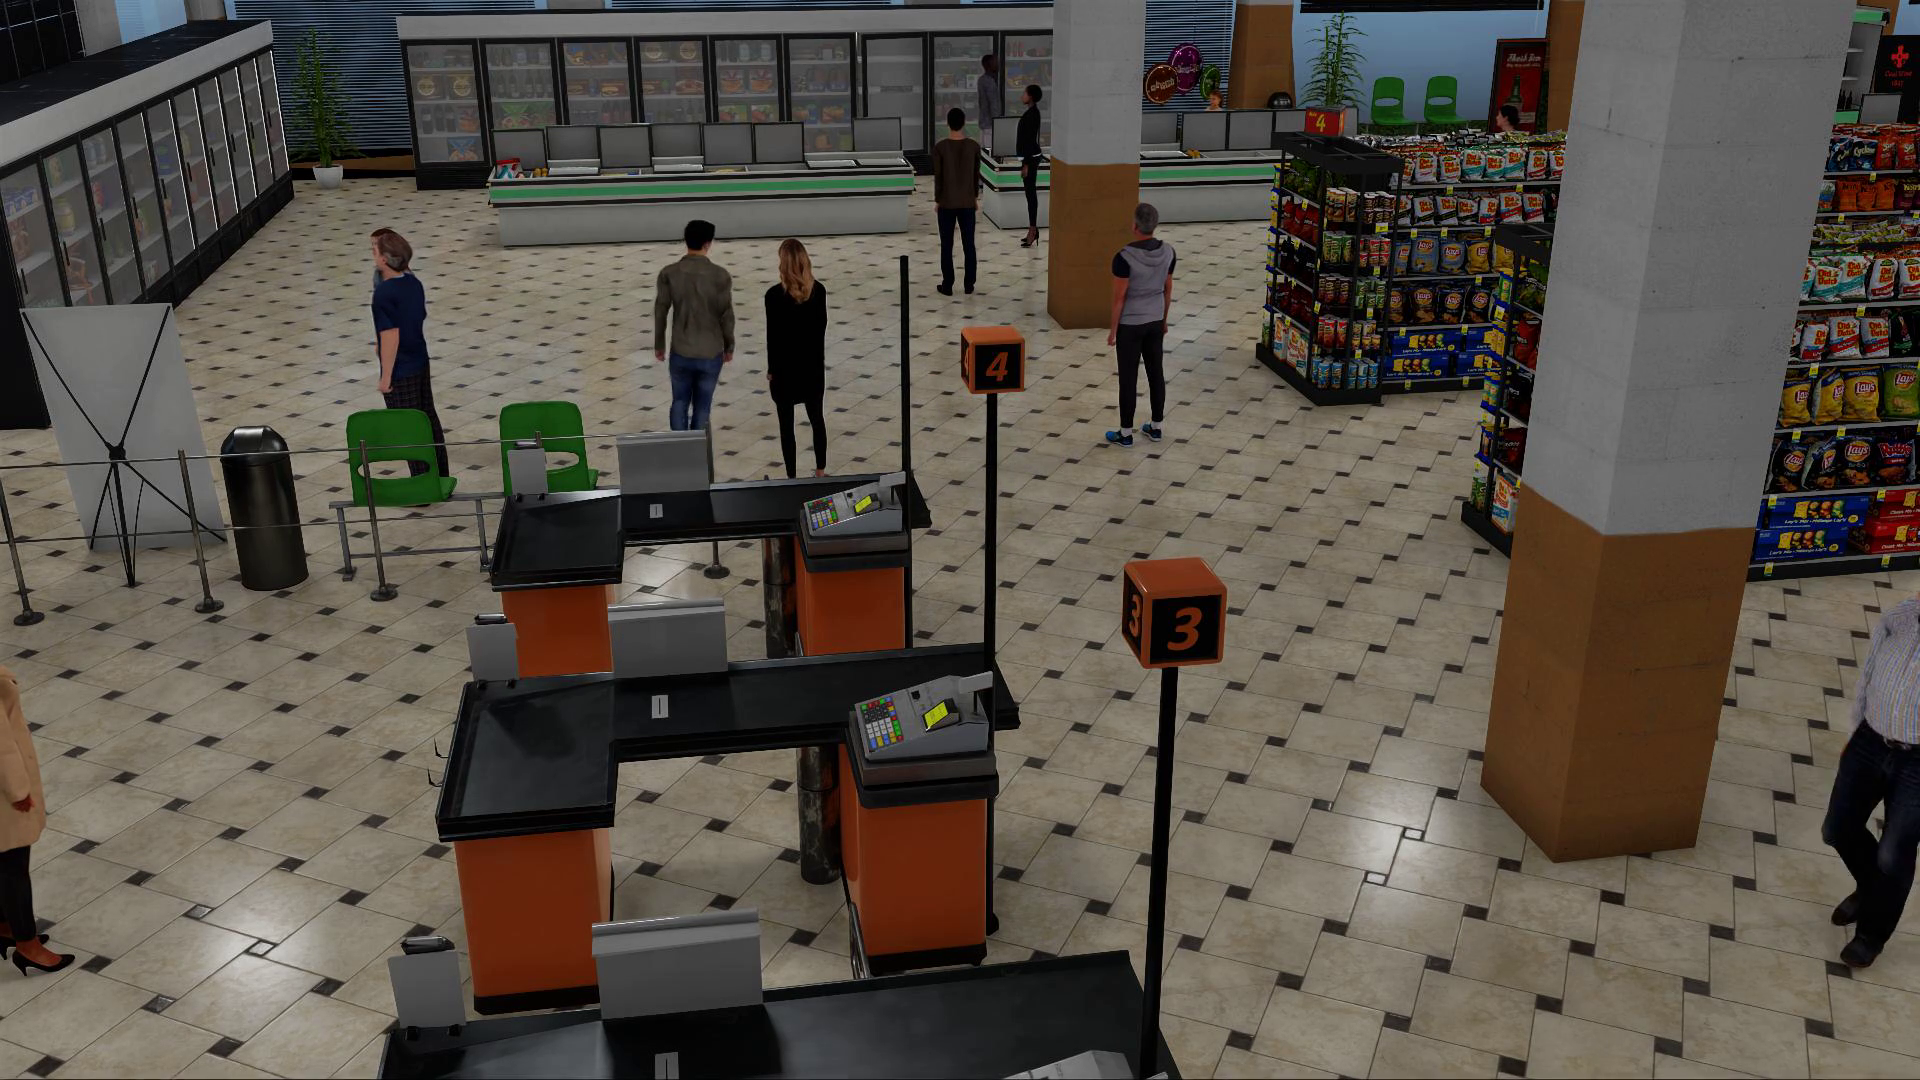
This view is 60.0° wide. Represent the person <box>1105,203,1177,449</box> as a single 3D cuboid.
[{"bbox_3d":[1.368,-1.613,12.495,0.637,1.830,0.816,-12,25,-27],"label":"person"}]

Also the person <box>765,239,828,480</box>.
[{"bbox_3d":[-1.119,-1.178,11.449,0.593,1.802,0.736,-14,26,-31],"label":"person"}]

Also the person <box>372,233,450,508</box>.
[{"bbox_3d":[-3.757,-1.156,11.304,0.697,1.871,0.732,6,23,13],"label":"person"}]

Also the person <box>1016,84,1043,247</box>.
[{"bbox_3d":[0.817,-4.346,19.290,0.614,1.834,0.648,3,22,7],"label":"person"}]

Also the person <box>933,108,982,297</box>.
[{"bbox_3d":[-0.032,-3.455,17.000,0.528,1.889,0.722,-6,23,-14],"label":"person"}]

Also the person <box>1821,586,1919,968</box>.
[{"bbox_3d":[3.719,0.819,6.472,0.801,1.807,0.773,-12,25,-28],"label":"person"}]

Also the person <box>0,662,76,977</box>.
[{"bbox_3d":[-3.742,0.909,6.417,0.722,1.681,0.744,19,29,39],"label":"person"}]

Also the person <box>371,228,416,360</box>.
[{"bbox_3d":[-4.123,-1.454,12.271,0.678,1.702,0.742,14,26,31],"label":"person"}]

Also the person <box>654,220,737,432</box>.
[{"bbox_3d":[-1.858,-1.289,11.679,0.858,1.837,0.869,-3,22,-7],"label":"person"}]

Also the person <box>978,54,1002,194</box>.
[{"bbox_3d":[0.368,-5.582,22.362,0.561,1.838,0.694,-6,23,-14],"label":"person"}]
